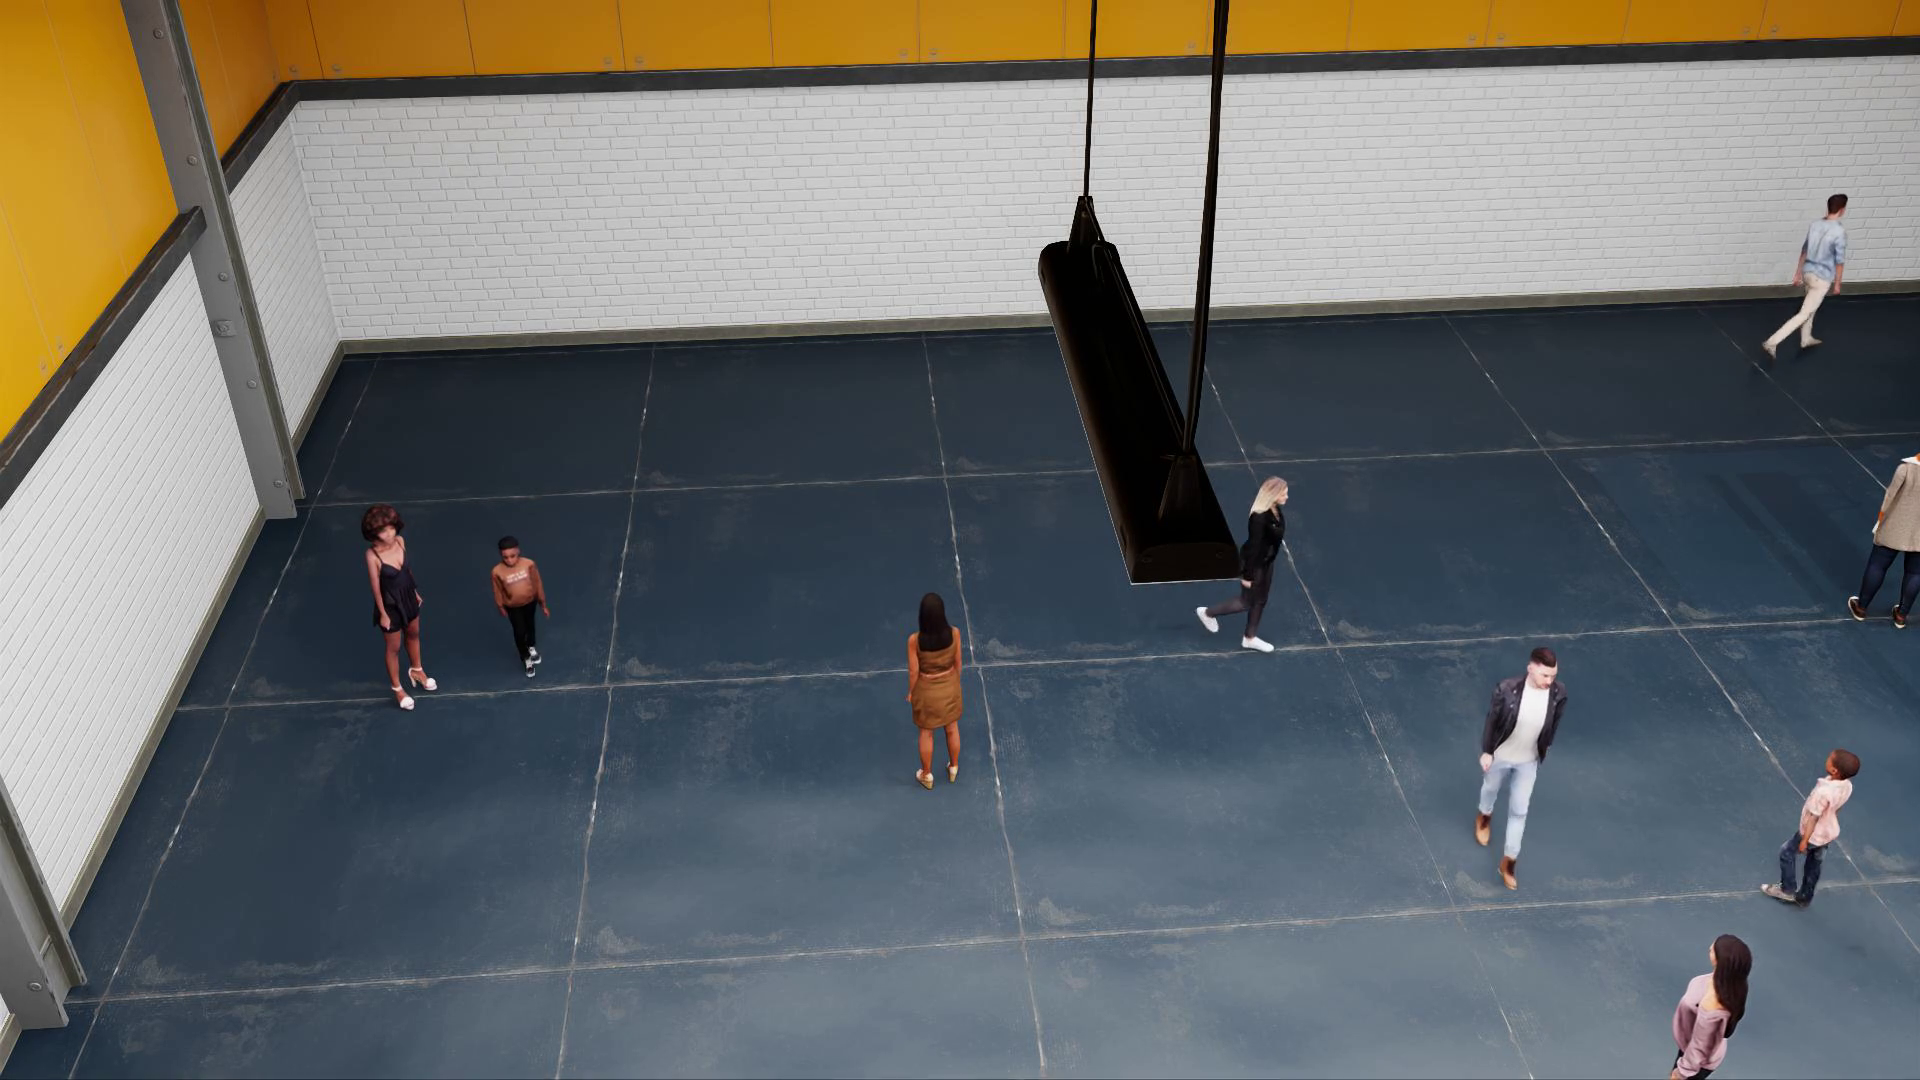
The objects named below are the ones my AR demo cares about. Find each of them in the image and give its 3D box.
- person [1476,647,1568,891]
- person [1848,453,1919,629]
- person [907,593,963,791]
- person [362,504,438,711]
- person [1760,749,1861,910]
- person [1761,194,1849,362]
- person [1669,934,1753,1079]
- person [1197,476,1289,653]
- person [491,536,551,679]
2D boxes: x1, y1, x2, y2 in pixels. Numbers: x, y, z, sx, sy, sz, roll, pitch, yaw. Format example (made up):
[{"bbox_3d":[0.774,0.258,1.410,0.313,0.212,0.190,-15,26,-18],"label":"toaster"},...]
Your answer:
[{"bbox_3d":[3.807,1.409,11.497,0.839,1.807,1.117,6,34,8],"label":"person"},{"bbox_3d":[7.870,-0.136,13.745,0.793,1.890,0.817,12,35,17],"label":"person"},{"bbox_3d":[-0.176,1.104,12.067,0.615,1.684,0.585,-11,35,-16],"label":"person"},{"bbox_3d":[-4.363,0.500,12.883,0.727,1.787,0.638,16,37,22],"label":"person"},{"bbox_3d":[5.782,1.976,11.102,0.593,1.300,0.618,-19,38,-26],"label":"person"},{"bbox_3d":[9.092,-2.779,17.789,0.873,1.816,1.175,-9,35,-13],"label":"person"},{"bbox_3d":[4.120,2.880,9.280,0.753,1.810,0.691,25,41,32],"label":"person"},{"bbox_3d":[2.299,0.176,13.487,0.915,1.657,0.944,13,36,18],"label":"person"},{"bbox_3d":[-3.565,0.463,13.432,0.651,1.240,0.716,-18,38,-25],"label":"person"}]
